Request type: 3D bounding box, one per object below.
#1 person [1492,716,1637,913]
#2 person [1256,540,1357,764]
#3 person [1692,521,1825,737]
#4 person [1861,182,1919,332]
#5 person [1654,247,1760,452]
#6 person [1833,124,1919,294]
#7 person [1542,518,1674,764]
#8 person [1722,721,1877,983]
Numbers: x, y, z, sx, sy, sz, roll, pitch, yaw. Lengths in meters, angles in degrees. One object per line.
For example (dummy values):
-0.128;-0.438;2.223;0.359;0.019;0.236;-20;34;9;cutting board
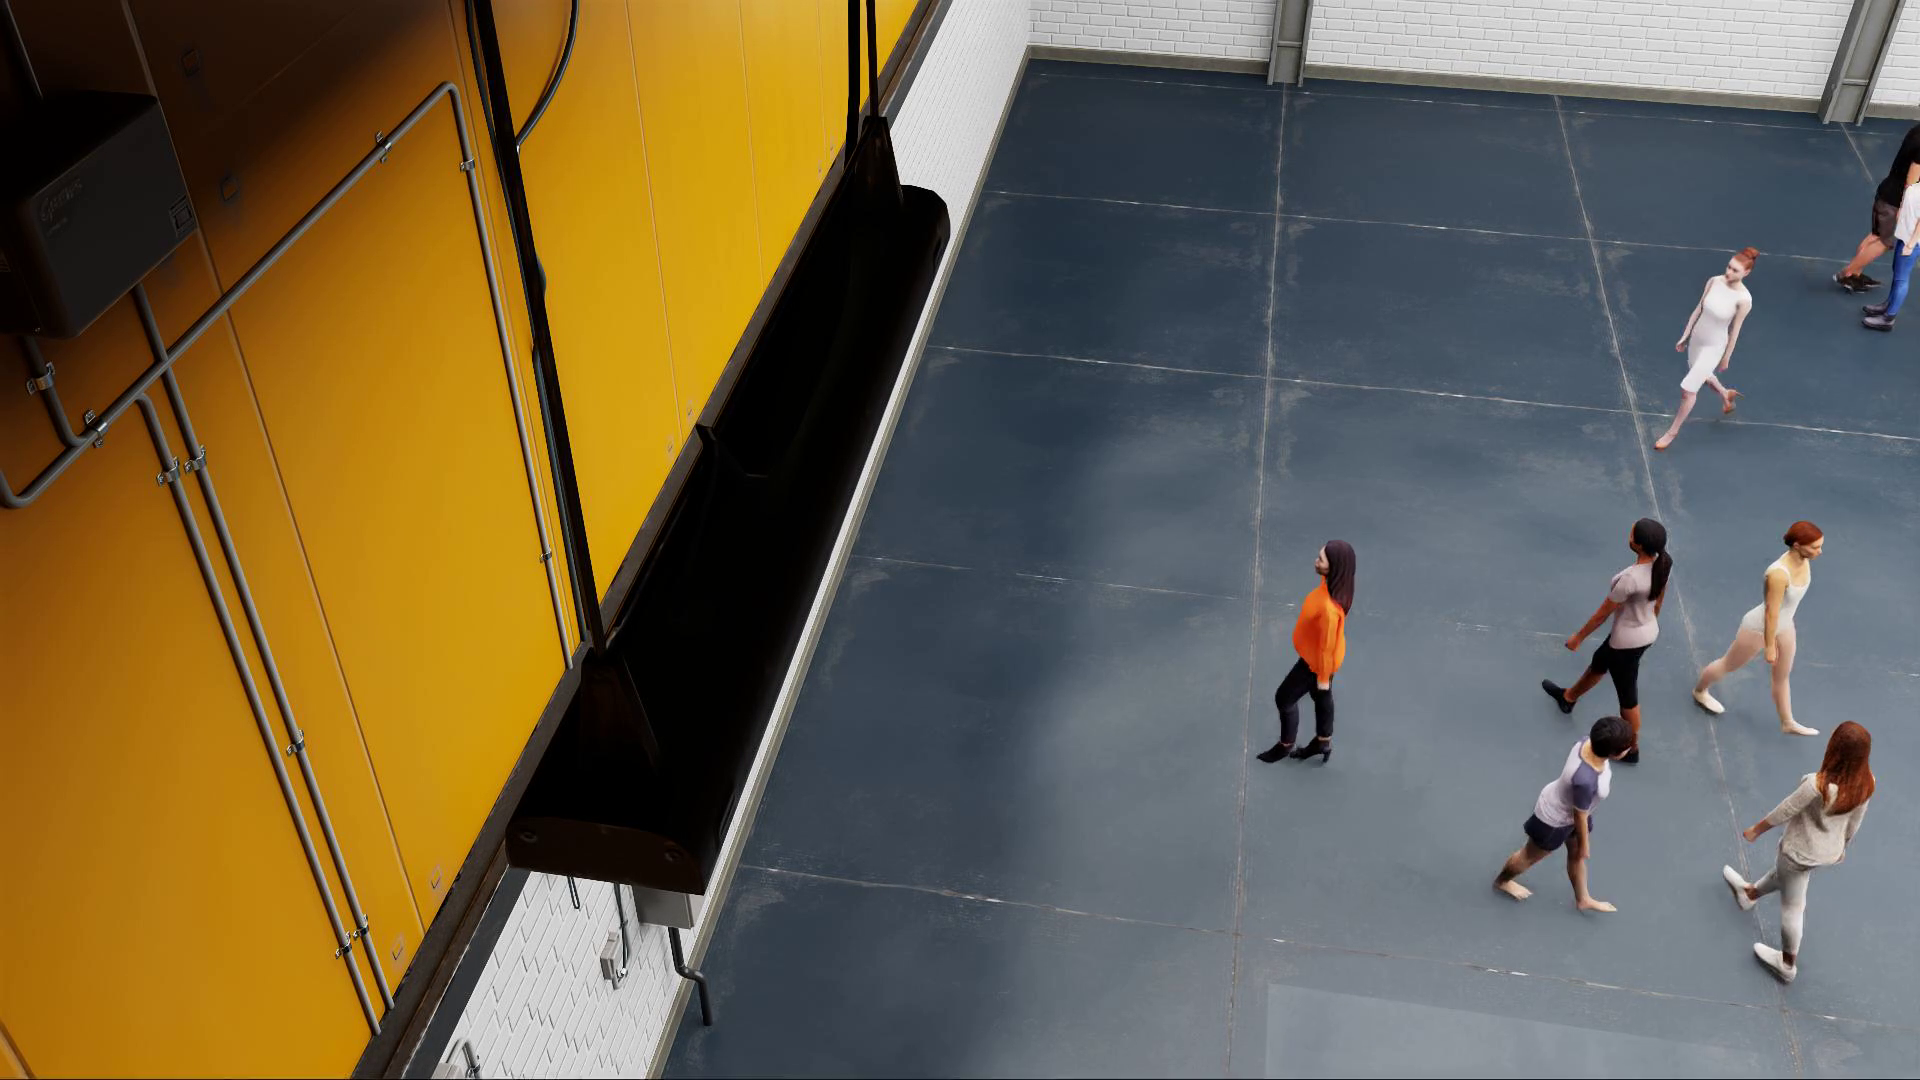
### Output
3.303;1.517;9.315;0.975;1.525;0.724;15;41;18;person
2.274;0.731;10.133;0.701;1.733;0.664;10;40;13;person
5.006;0.515;10.503;0.964;1.609;1.059;-28;46;-30;person
8.214;-2.589;14.331;0.578;1.682;0.624;13;40;15;person
5.866;-1.487;12.885;1.142;1.764;0.931;-13;41;-16;person
8.252;-3.059;14.800;0.743;1.830;0.702;15;41;18;person
4.188;0.672;10.227;1.115;1.708;1.011;32;48;34;person
4.619;1.722;8.932;1.023;1.682;0.964;-13;40;-16;person
